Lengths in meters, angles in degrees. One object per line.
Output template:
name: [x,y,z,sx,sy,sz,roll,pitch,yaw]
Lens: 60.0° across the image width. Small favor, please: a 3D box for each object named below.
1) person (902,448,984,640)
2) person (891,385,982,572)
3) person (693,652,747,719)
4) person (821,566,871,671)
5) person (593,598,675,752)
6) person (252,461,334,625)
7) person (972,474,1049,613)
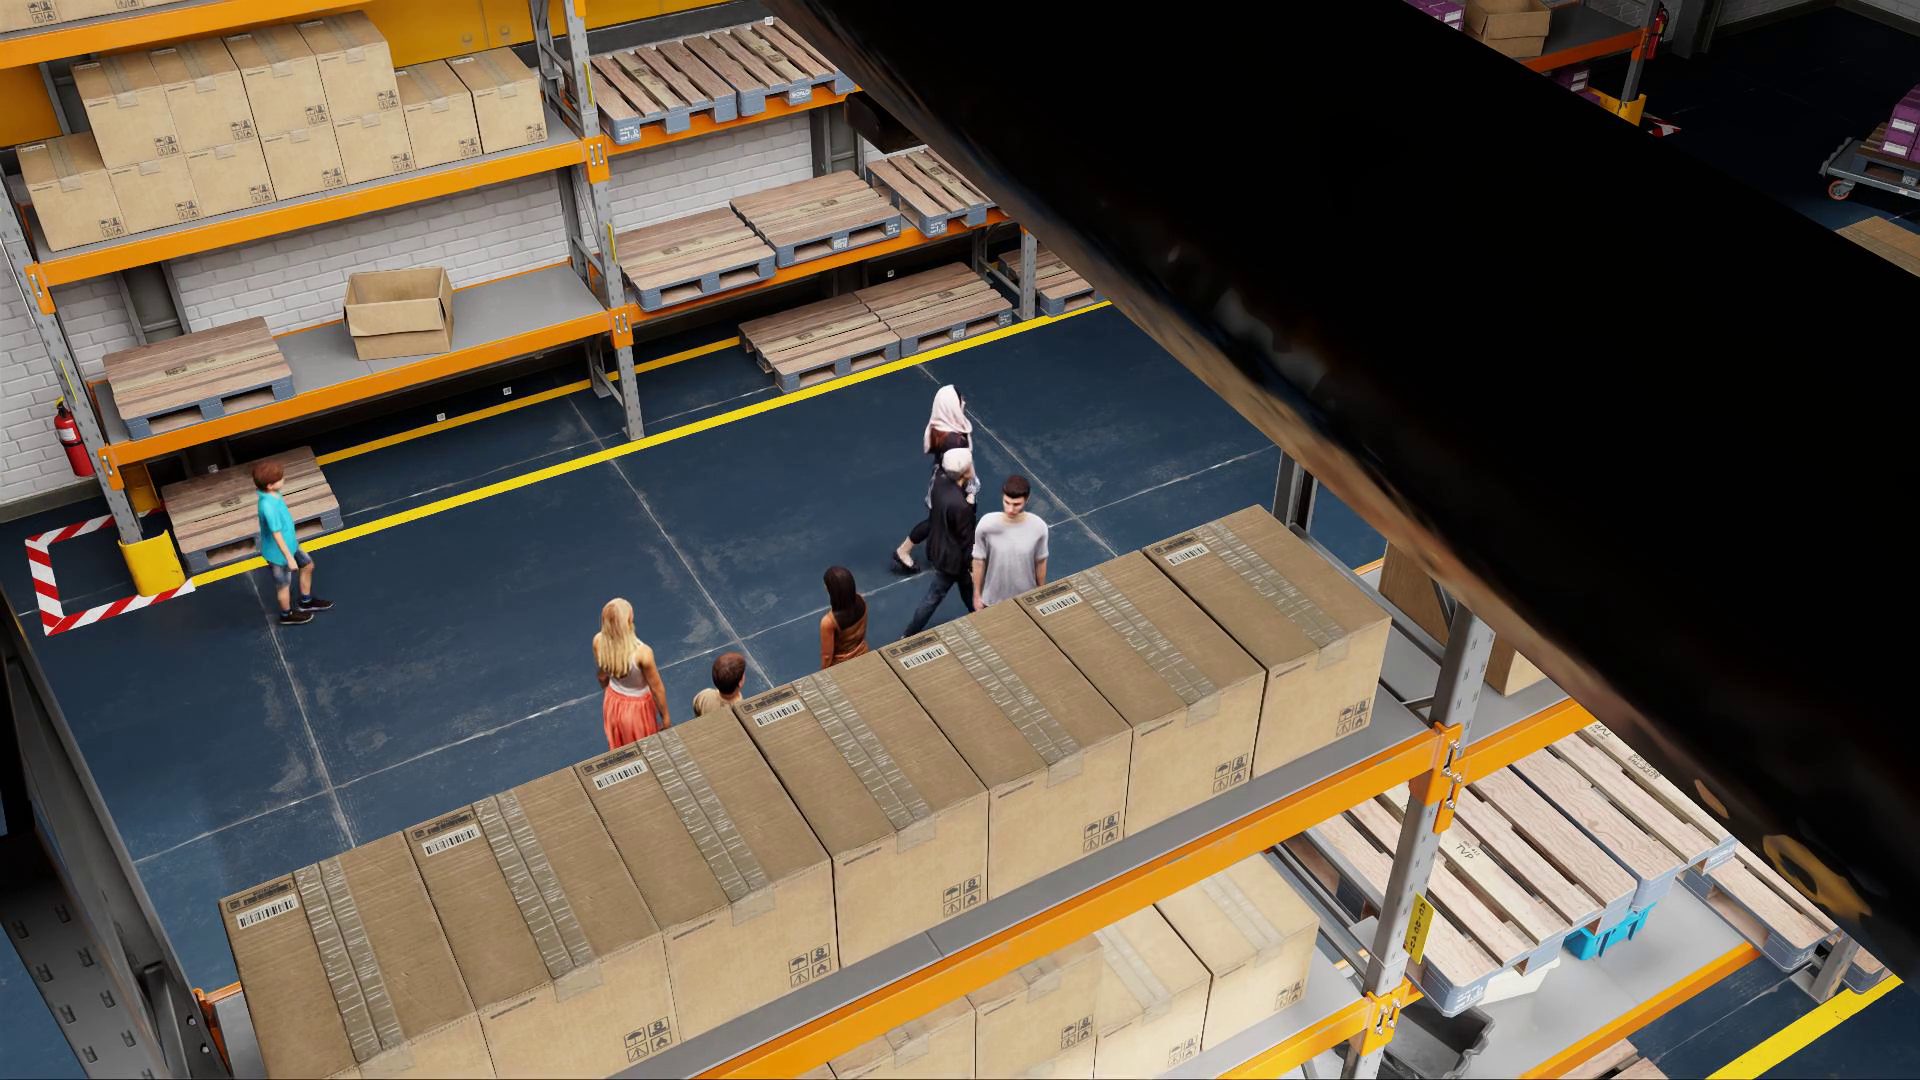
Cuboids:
person: [-0.121,0.165,11.990,1.177,1.732,0.963,-9,40,-11]
person: [-0.159,-0.423,12.589,1.179,1.601,0.909,-4,39,-6]
person: [-1.343,1.406,10.099,0.750,1.851,0.782,14,41,16]
person: [-0.738,0.850,10.927,0.694,1.686,0.584,23,44,26]
person: [-2.082,1.094,10.529,0.729,1.802,0.752,18,42,21]
person: [-5.030,0.047,12.137,0.676,1.432,0.633,-10,40,-12]
person: [0.337,0.329,11.419,0.672,1.886,0.815,-2,39,-3]
